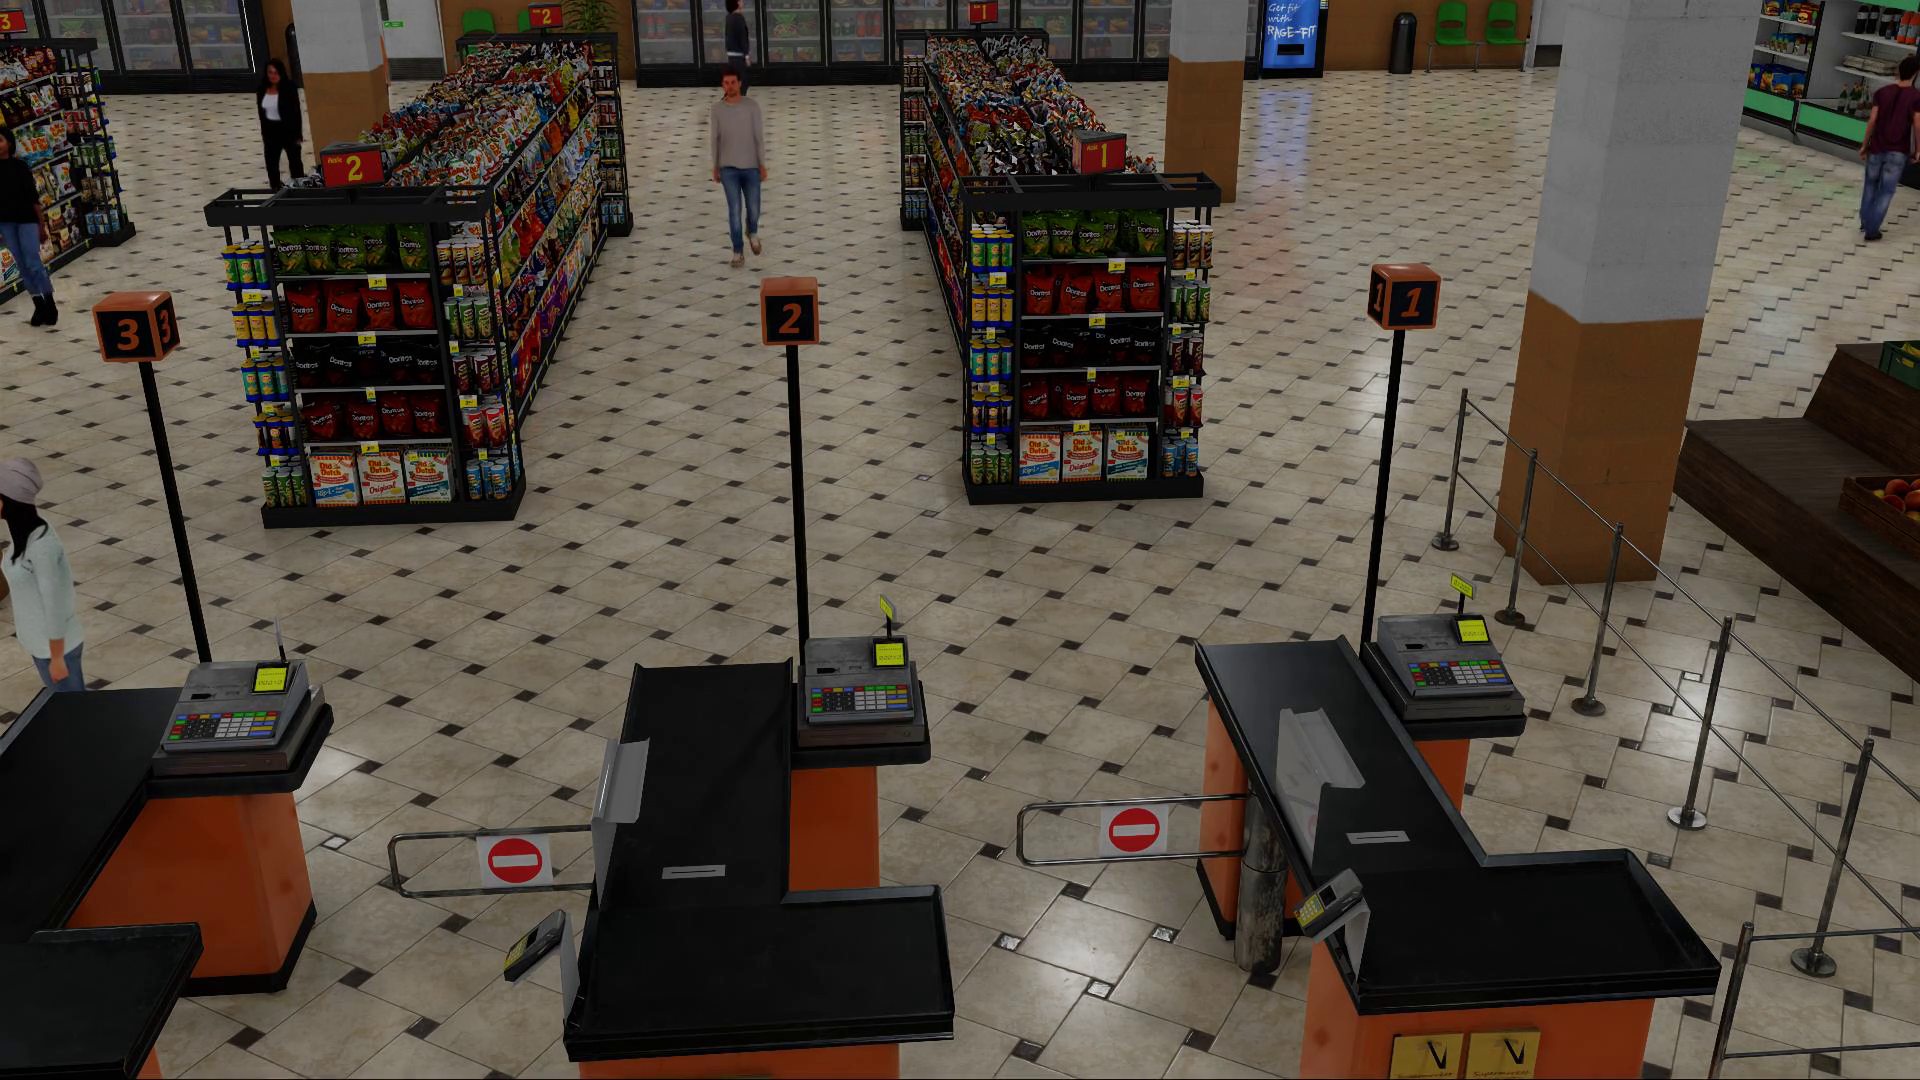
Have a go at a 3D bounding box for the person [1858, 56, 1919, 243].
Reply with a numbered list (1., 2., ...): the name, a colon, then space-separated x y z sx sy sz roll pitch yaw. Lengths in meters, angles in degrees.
1. person: 9.394 -3.946 16.875 0.916 1.836 0.851 -21 31 -40

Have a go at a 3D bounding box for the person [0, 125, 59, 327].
1. person: -7.974 -2.677 14.154 0.560 1.691 0.624 -1 24 -2

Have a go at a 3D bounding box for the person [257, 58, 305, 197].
1. person: -7.544 -4.573 18.616 0.700 1.588 0.865 0 24 1

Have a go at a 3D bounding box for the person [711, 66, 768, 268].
1. person: -2.117 -3.596 16.010 0.668 1.887 0.771 -2 24 -4

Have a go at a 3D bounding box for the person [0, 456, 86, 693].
1. person: -3.892 0.416 7.142 0.695 1.647 0.588 -17 29 -34

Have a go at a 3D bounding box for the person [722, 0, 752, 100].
1. person: -3.215 -6.826 23.552 0.868 1.759 0.827 -17 29 -33
